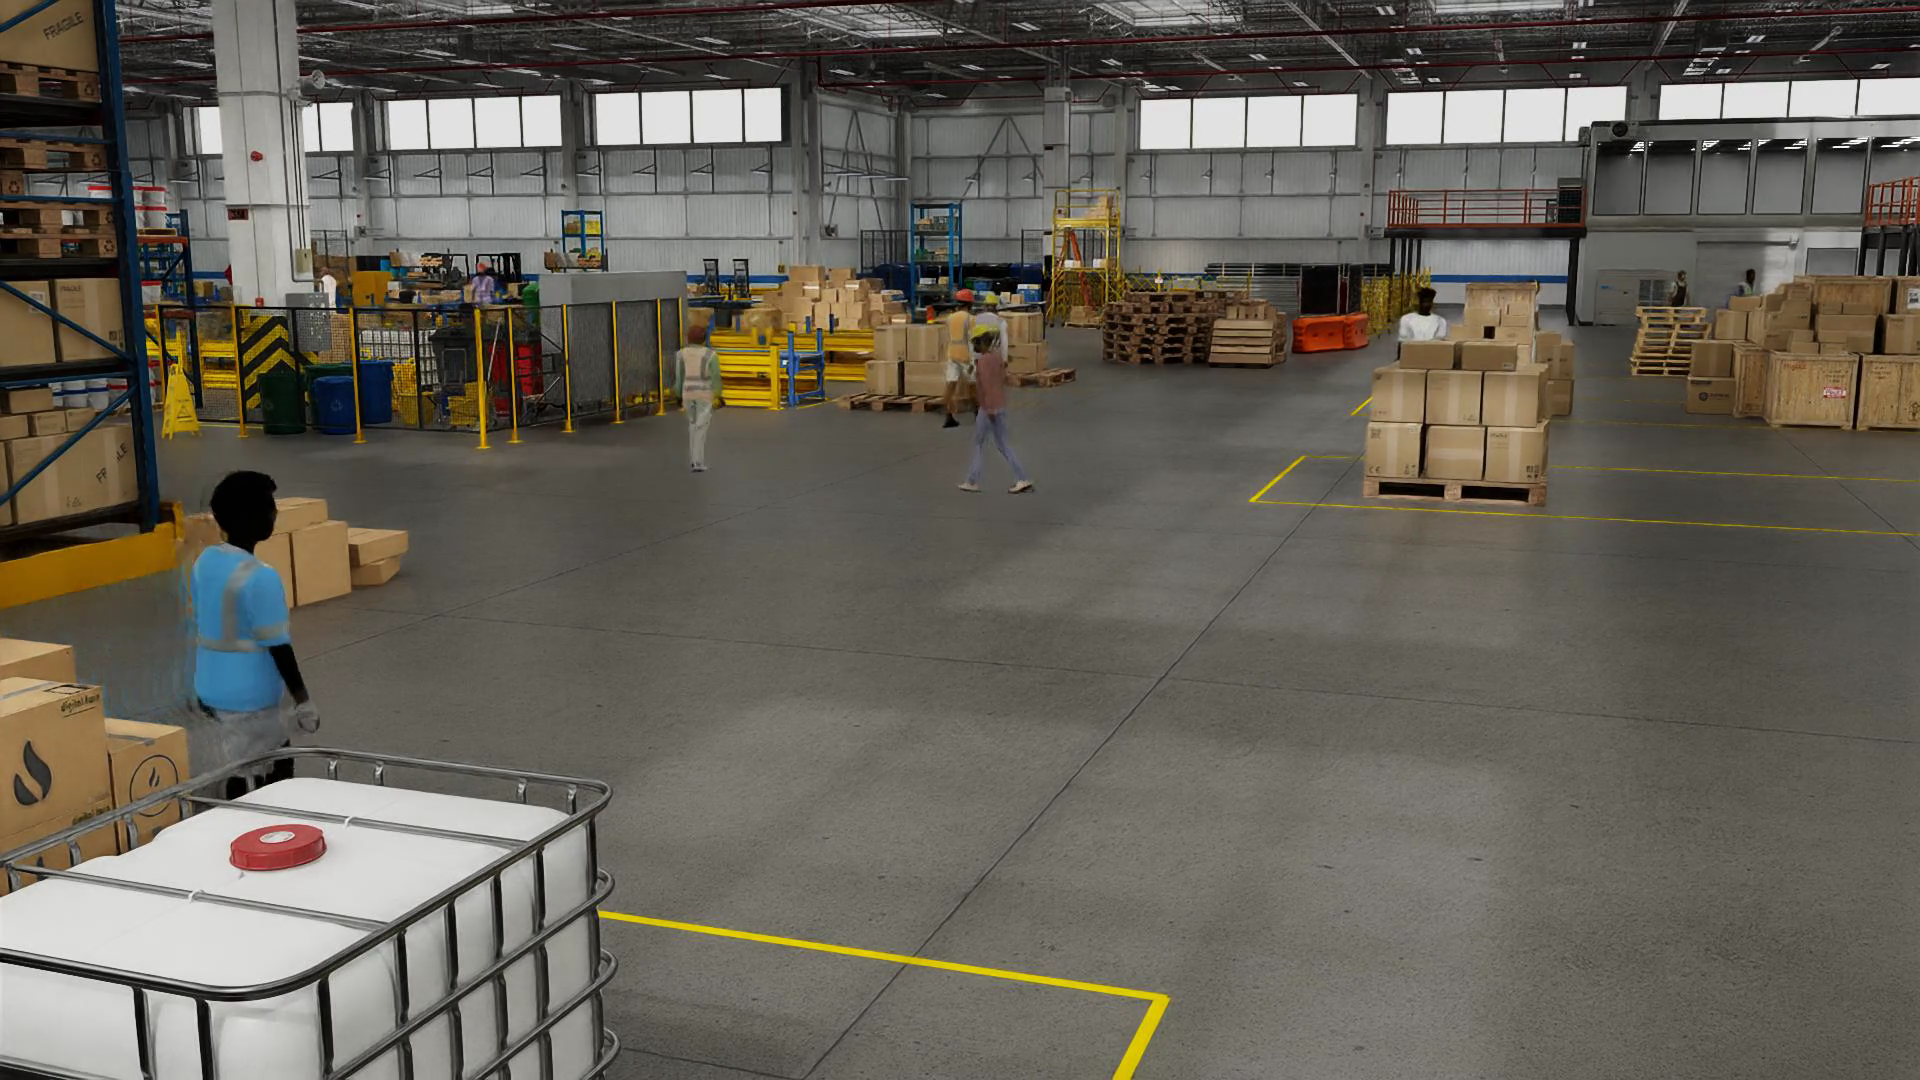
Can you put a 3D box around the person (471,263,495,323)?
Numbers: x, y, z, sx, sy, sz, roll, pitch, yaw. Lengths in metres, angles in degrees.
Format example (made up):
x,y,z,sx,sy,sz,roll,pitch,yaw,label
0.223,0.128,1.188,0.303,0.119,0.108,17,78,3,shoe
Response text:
x,y,z,sx,sy,sz,roll,pitch,yaw,label
-13.229,-6.701,46.300,0.612,2.010,0.979,2,10,10,person

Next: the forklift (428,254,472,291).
x,y,z,sx,sy,sz,roll,pitch,yaw,label
-20.133,-10.254,65.465,1.157,1.987,2.680,3,11,19,forklift

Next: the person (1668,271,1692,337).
x,y,z,sx,sy,sz,roll,pitch,yaw,label
19.529,-6.380,45.040,0.521,1.796,0.925,-4,11,-23,person

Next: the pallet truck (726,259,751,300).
x,y,z,sx,sy,sz,roll,pitch,yaw,label
-7.986,-9.493,62.019,0.823,1.965,1.885,3,11,17,pallet truck

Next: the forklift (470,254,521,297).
x,y,z,sx,sy,sz,roll,pitch,yaw,label
-17.990,-10.121,64.684,1.157,1.987,2.680,3,11,17,forklift

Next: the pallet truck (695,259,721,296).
x,y,z,sx,sy,sz,roll,pitch,yaw,label
-9.165,-9.627,62.776,0.823,1.965,1.885,4,11,23,pallet truck

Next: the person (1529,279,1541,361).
x,y,z,sx,sy,sz,roll,pitch,yaw,label
10.680,-3.945,31.151,0.309,1.864,0.535,-3,10,-16,person

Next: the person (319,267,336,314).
x,y,z,sx,sy,sz,roll,pitch,yaw,label
-17.597,-6.641,46.258,0.397,1.897,0.639,2,10,9,person

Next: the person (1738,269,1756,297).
x,y,z,sx,sy,sz,roll,pitch,yaw,label
19.844,-5.909,42.143,0.602,1.901,0.594,-7,12,-33,person

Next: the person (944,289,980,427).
x,y,z,sx,sy,sz,roll,pitch,yaw,label
0.067,-2.523,23.056,0.565,1.882,0.978,6,12,32,person

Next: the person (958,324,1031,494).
x,y,z,sx,sy,sz,roll,pitch,yaw,label
0.358,-1.323,16.823,0.759,1.708,0.535,5,11,26,person

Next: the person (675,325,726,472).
x,y,z,sx,sy,sz,roll,pitch,yaw,label
-2.869,-1.576,18.478,0.532,1.619,0.553,4,11,21,person

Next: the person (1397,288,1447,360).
x,y,z,sx,sy,sz,roll,pitch,yaw,label
6.053,-2.303,21.673,0.637,1.938,0.792,0,10,1,person

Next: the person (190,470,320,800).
x,y,z,sx,sy,sz,roll,pitch,yaw,label
-2.566,0.567,6.264,0.730,1.671,0.549,-10,14,-43,person

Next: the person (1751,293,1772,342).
x,y,z,sx,sy,sz,roll,pitch,yaw,label
12.811,-3.051,26.455,0.486,1.744,0.311,1,10,7,person

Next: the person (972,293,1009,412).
x,y,z,sx,sy,sz,roll,pitch,yaw,label
0.435,-2.680,24.177,0.615,1.811,0.505,6,12,32,person
